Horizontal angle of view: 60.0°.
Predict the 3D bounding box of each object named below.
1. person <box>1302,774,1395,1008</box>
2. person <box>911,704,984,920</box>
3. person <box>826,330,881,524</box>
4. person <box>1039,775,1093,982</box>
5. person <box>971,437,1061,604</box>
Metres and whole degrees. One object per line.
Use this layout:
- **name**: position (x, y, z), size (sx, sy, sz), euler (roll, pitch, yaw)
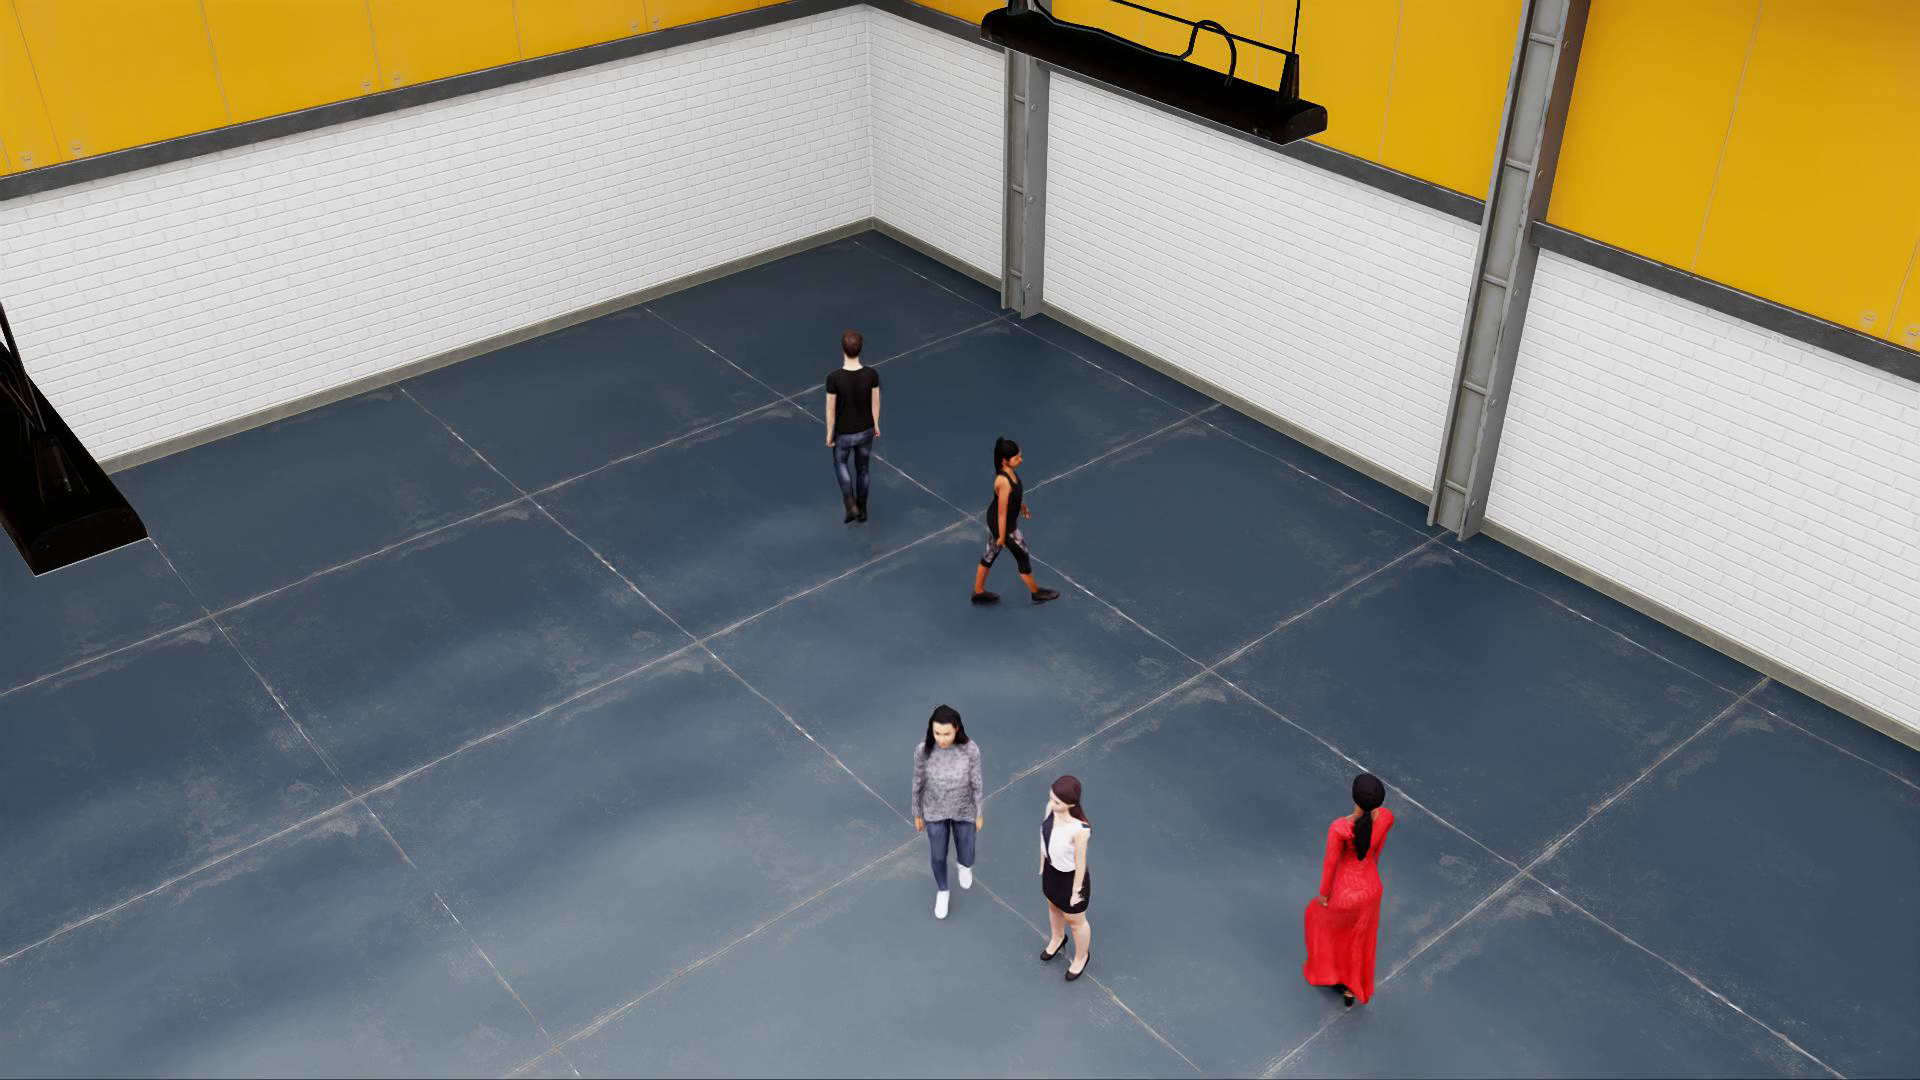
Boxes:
- **person**: position (2.452, 2.224, 10.258), size (0.754, 1.768, 0.832), euler (-12, 35, -17)
- **person**: position (-0.060, 1.739, 11.032), size (0.790, 1.718, 0.850), euler (2, 34, 3)
- **person**: position (-0.932, -0.943, 14.914), size (0.848, 1.887, 0.946), euler (-8, 34, -12)
- **person**: position (0.673, 2.125, 10.518), size (0.601, 1.646, 0.466), euler (-23, 40, -31)
- **person**: position (0.283, -0.133, 13.922), size (1.006, 1.637, 1.021), euler (-3, 34, -4)
